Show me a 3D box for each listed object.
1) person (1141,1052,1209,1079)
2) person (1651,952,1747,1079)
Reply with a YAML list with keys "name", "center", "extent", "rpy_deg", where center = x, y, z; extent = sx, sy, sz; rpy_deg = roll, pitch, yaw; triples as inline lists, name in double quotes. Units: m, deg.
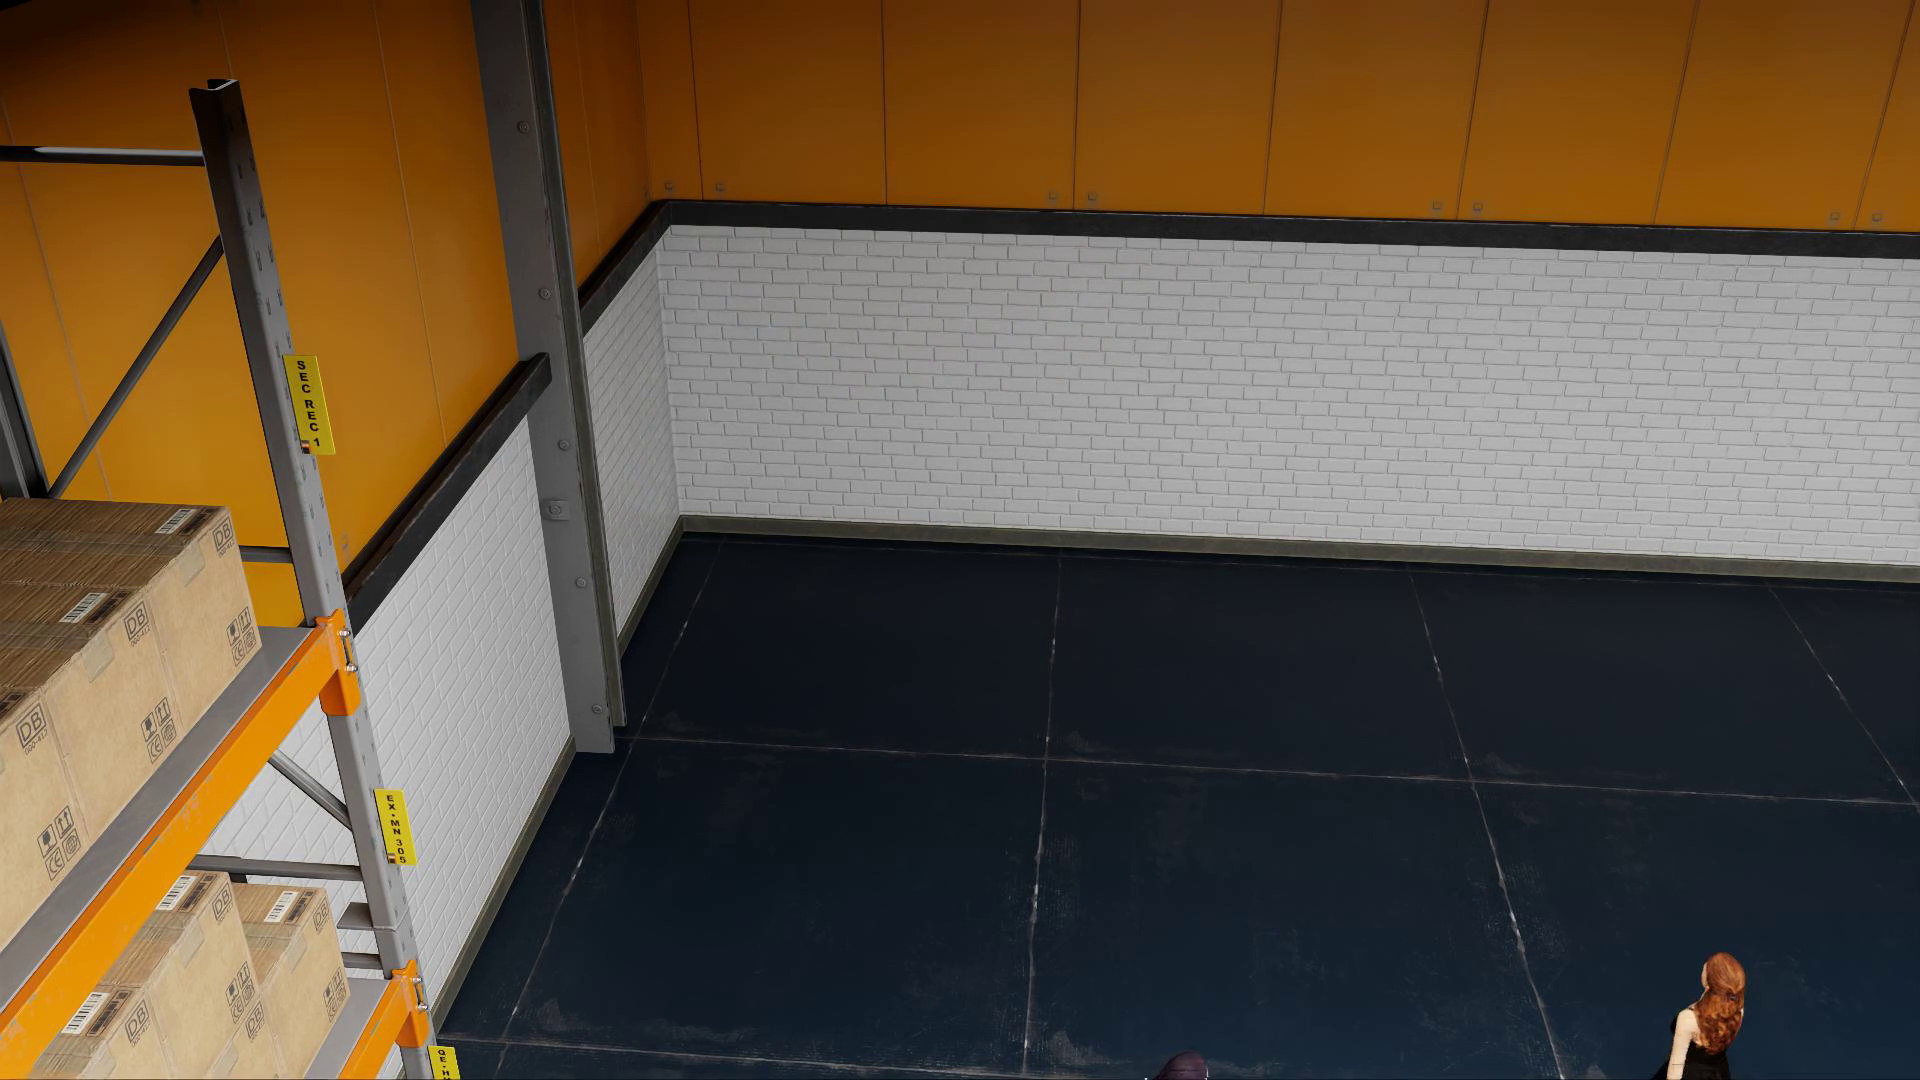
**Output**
- name: "person"
  center: [0.846, 3.007, 7.552]
  extent: [0.909, 1.662, 0.849]
  rpy_deg: [-24, 37, -36]
- name: "person"
  center: [3.637, 2.744, 8.125]
  extent: [0.865, 1.575, 1.173]
  rpy_deg: [-8, 30, -15]
